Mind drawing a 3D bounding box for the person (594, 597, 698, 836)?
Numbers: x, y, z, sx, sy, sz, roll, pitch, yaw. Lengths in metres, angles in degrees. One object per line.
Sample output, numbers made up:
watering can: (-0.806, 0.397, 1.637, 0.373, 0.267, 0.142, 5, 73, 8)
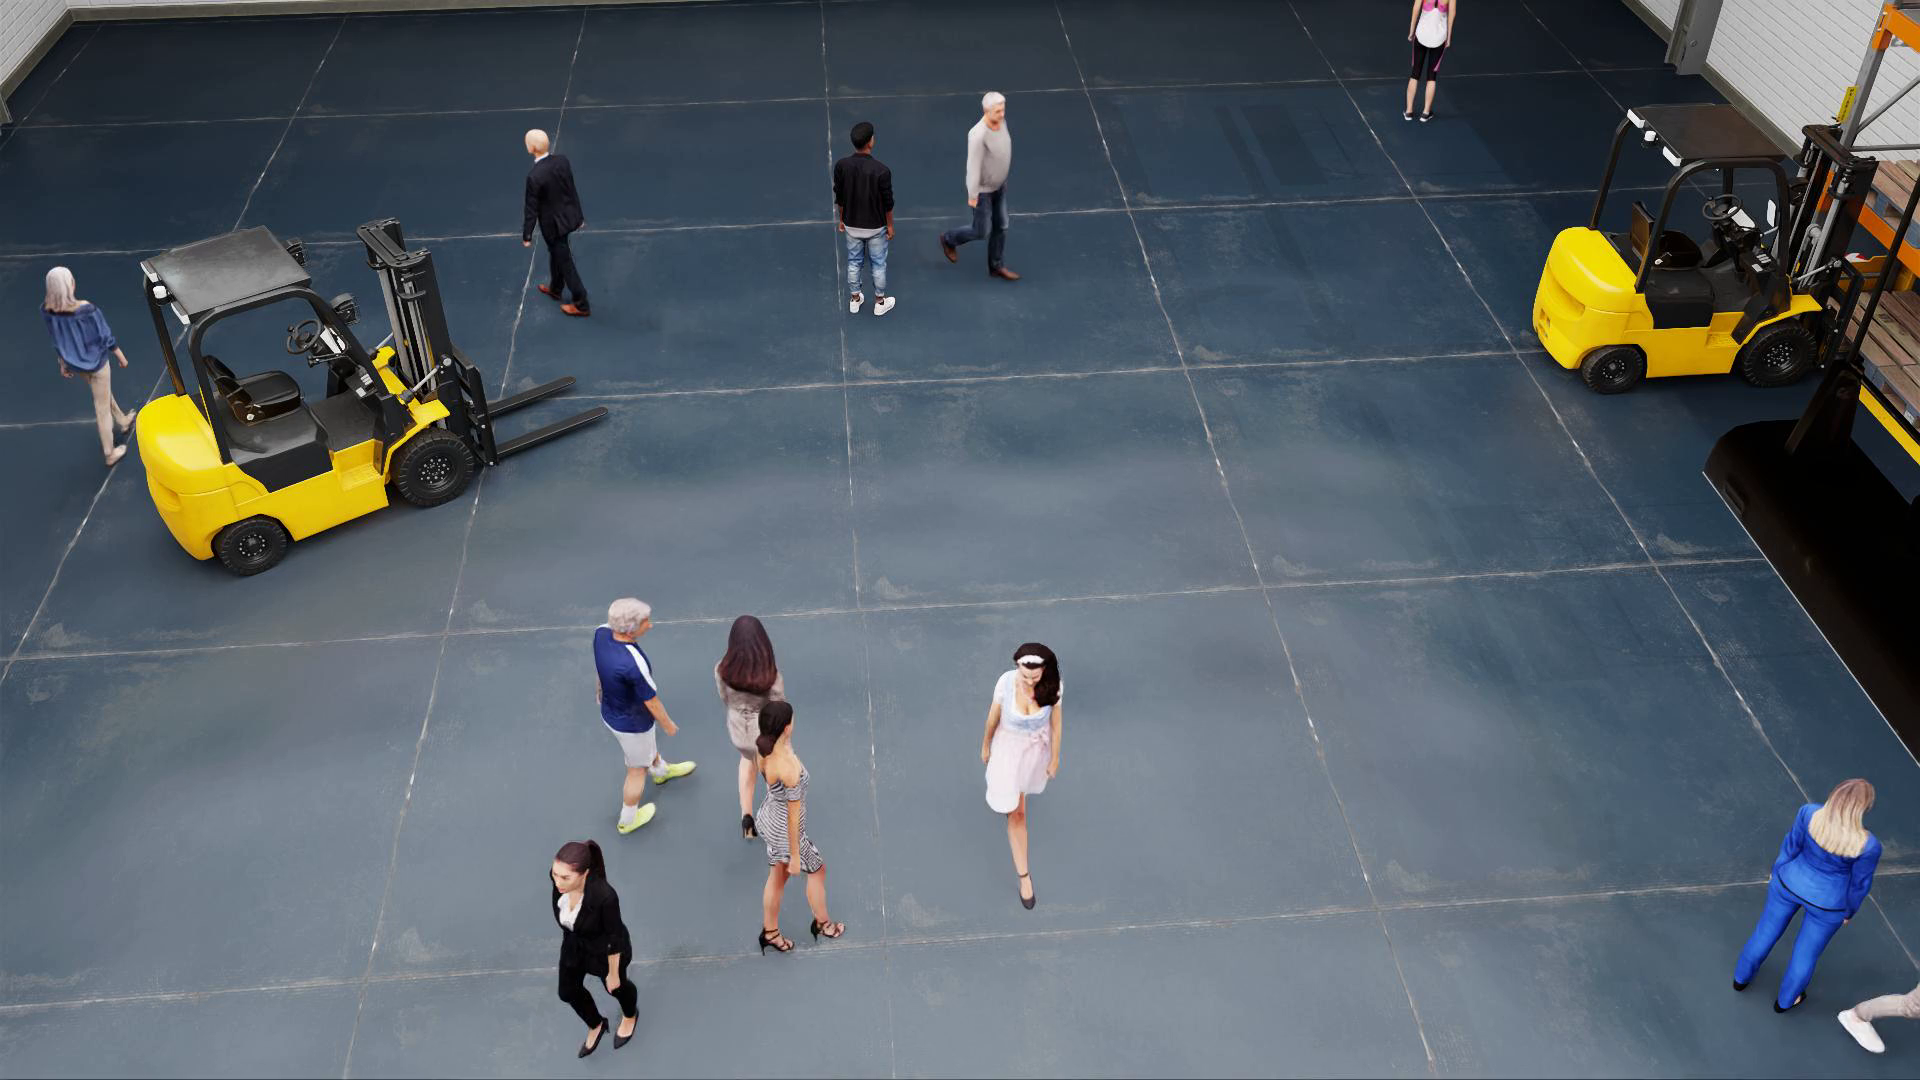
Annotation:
person: (-2.038, 1.088, 9.959, 1.024, 1.794, 0.992, -30, 47, -32)

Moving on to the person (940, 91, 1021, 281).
person: (0.174, -3.269, 15.343, 1.134, 1.883, 1.126, 19, 42, 22)

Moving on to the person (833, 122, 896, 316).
person: (-0.857, -2.869, 14.900, 0.775, 1.811, 0.737, 11, 40, 13)

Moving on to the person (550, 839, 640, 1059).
person: (-1.868, 2.097, 8.815, 0.740, 1.646, 0.785, 20, 43, 23)

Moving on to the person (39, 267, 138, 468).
person: (-6.887, -1.324, 13.074, 0.739, 1.675, 0.974, 4, 39, 5)

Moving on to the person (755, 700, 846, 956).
person: (-1.066, 1.662, 9.239, 0.869, 1.796, 0.808, -15, 41, -18)

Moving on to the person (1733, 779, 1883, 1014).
person: (4.599, 1.917, 8.996, 0.761, 1.699, 0.676, -31, 48, -33)

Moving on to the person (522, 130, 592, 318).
person: (-3.523, -2.788, 14.824, 1.052, 1.778, 1.021, 18, 42, 21)

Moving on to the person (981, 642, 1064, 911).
person: (0.369, 1.208, 9.853, 0.635, 1.738, 1.224, -4, 39, -4)

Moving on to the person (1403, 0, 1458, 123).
person: (5.128, -5.461, 18.166, 0.680, 1.786, 0.663, 12, 40, 14)

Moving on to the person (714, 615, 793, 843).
person: (-1.246, 1.206, 9.864, 0.728, 1.727, 0.784, 14, 41, 17)
